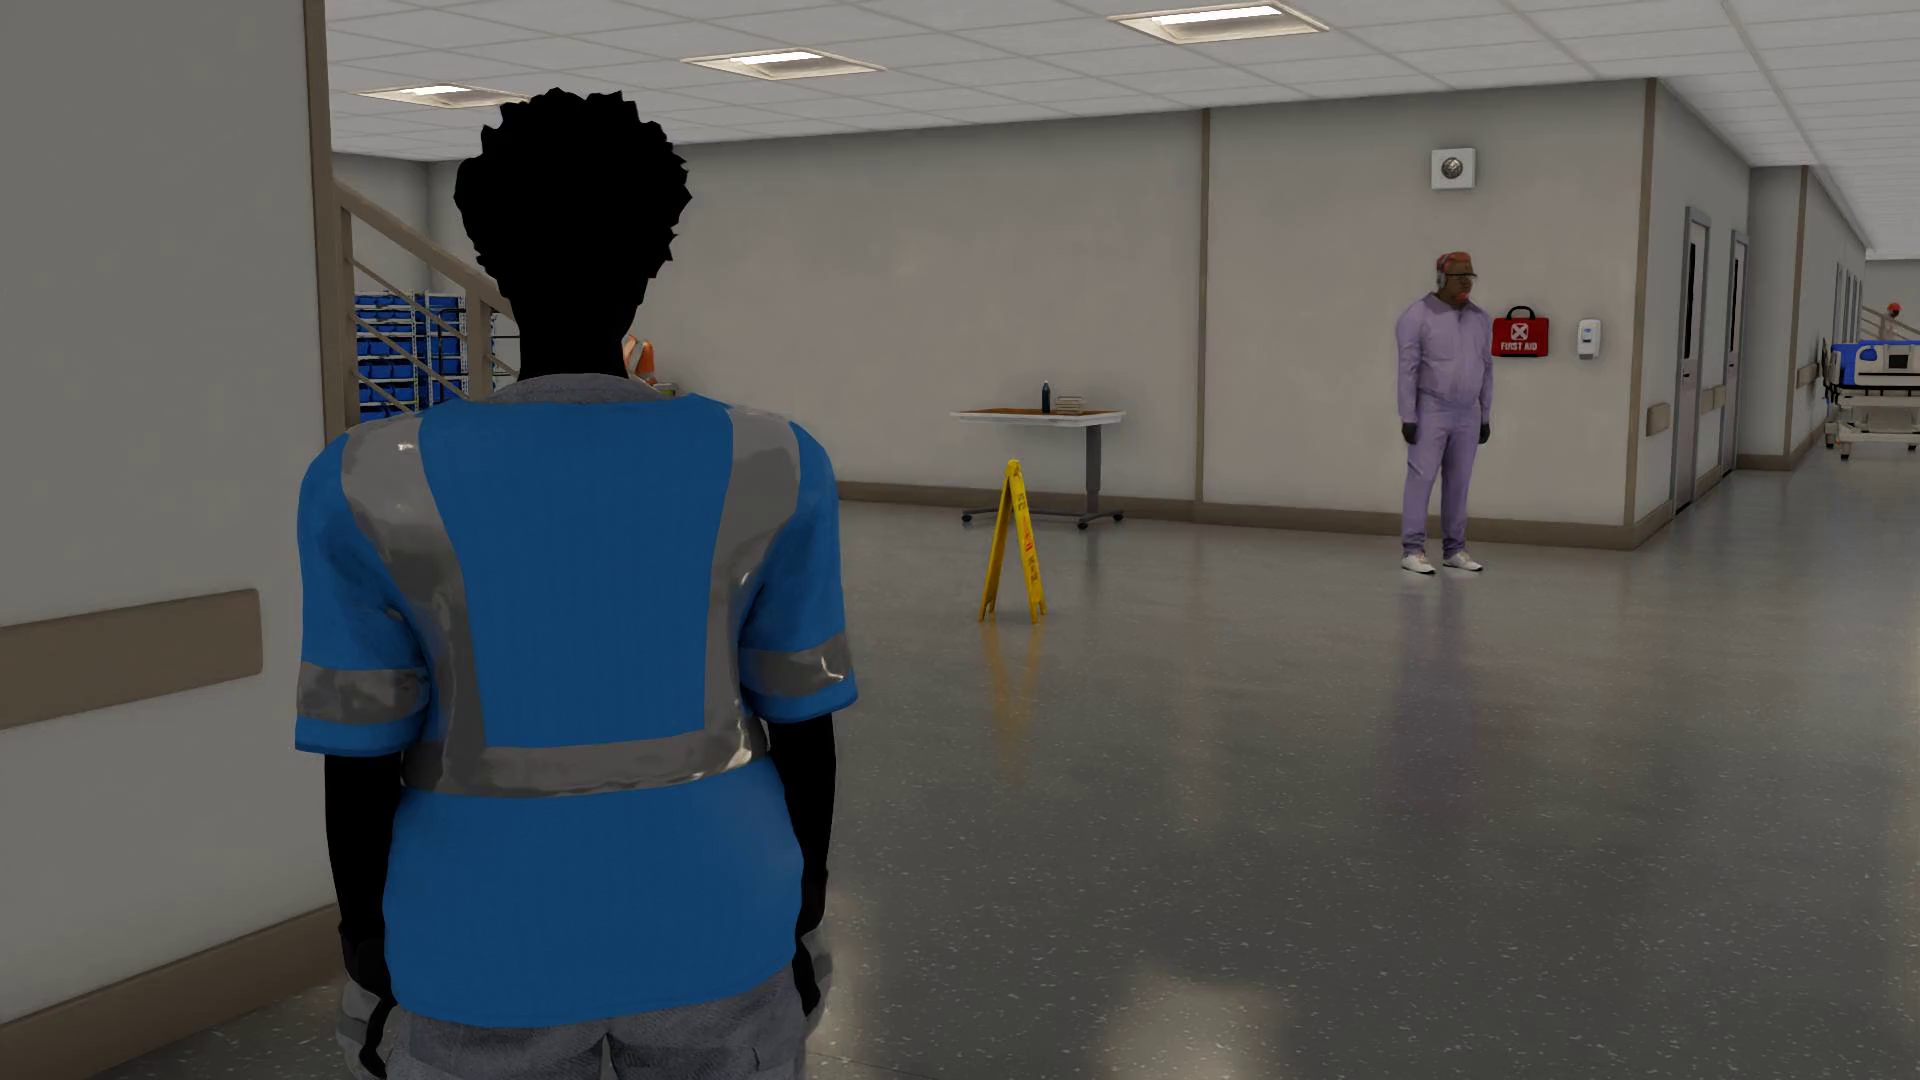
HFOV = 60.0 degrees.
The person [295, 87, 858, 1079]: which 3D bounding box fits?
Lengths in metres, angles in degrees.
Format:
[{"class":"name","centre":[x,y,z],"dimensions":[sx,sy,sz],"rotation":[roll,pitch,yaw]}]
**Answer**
[{"class":"person","centre":[-0.365,0.416,1.667],"dimensions":[0.535,1.697,0.318],"rotation":[-2,8,-18]}]

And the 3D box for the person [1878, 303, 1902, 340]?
[{"class":"person","centre":[21.428,-4.471,38.269],"dimensions":[0.686,1.957,0.843],"rotation":[-7,10,-44]}]

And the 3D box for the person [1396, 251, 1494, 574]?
[{"class":"person","centre":[2.893,-0.746,9.858],"dimensions":[0.644,1.901,0.400],"rotation":[-3,8,-20]}]
